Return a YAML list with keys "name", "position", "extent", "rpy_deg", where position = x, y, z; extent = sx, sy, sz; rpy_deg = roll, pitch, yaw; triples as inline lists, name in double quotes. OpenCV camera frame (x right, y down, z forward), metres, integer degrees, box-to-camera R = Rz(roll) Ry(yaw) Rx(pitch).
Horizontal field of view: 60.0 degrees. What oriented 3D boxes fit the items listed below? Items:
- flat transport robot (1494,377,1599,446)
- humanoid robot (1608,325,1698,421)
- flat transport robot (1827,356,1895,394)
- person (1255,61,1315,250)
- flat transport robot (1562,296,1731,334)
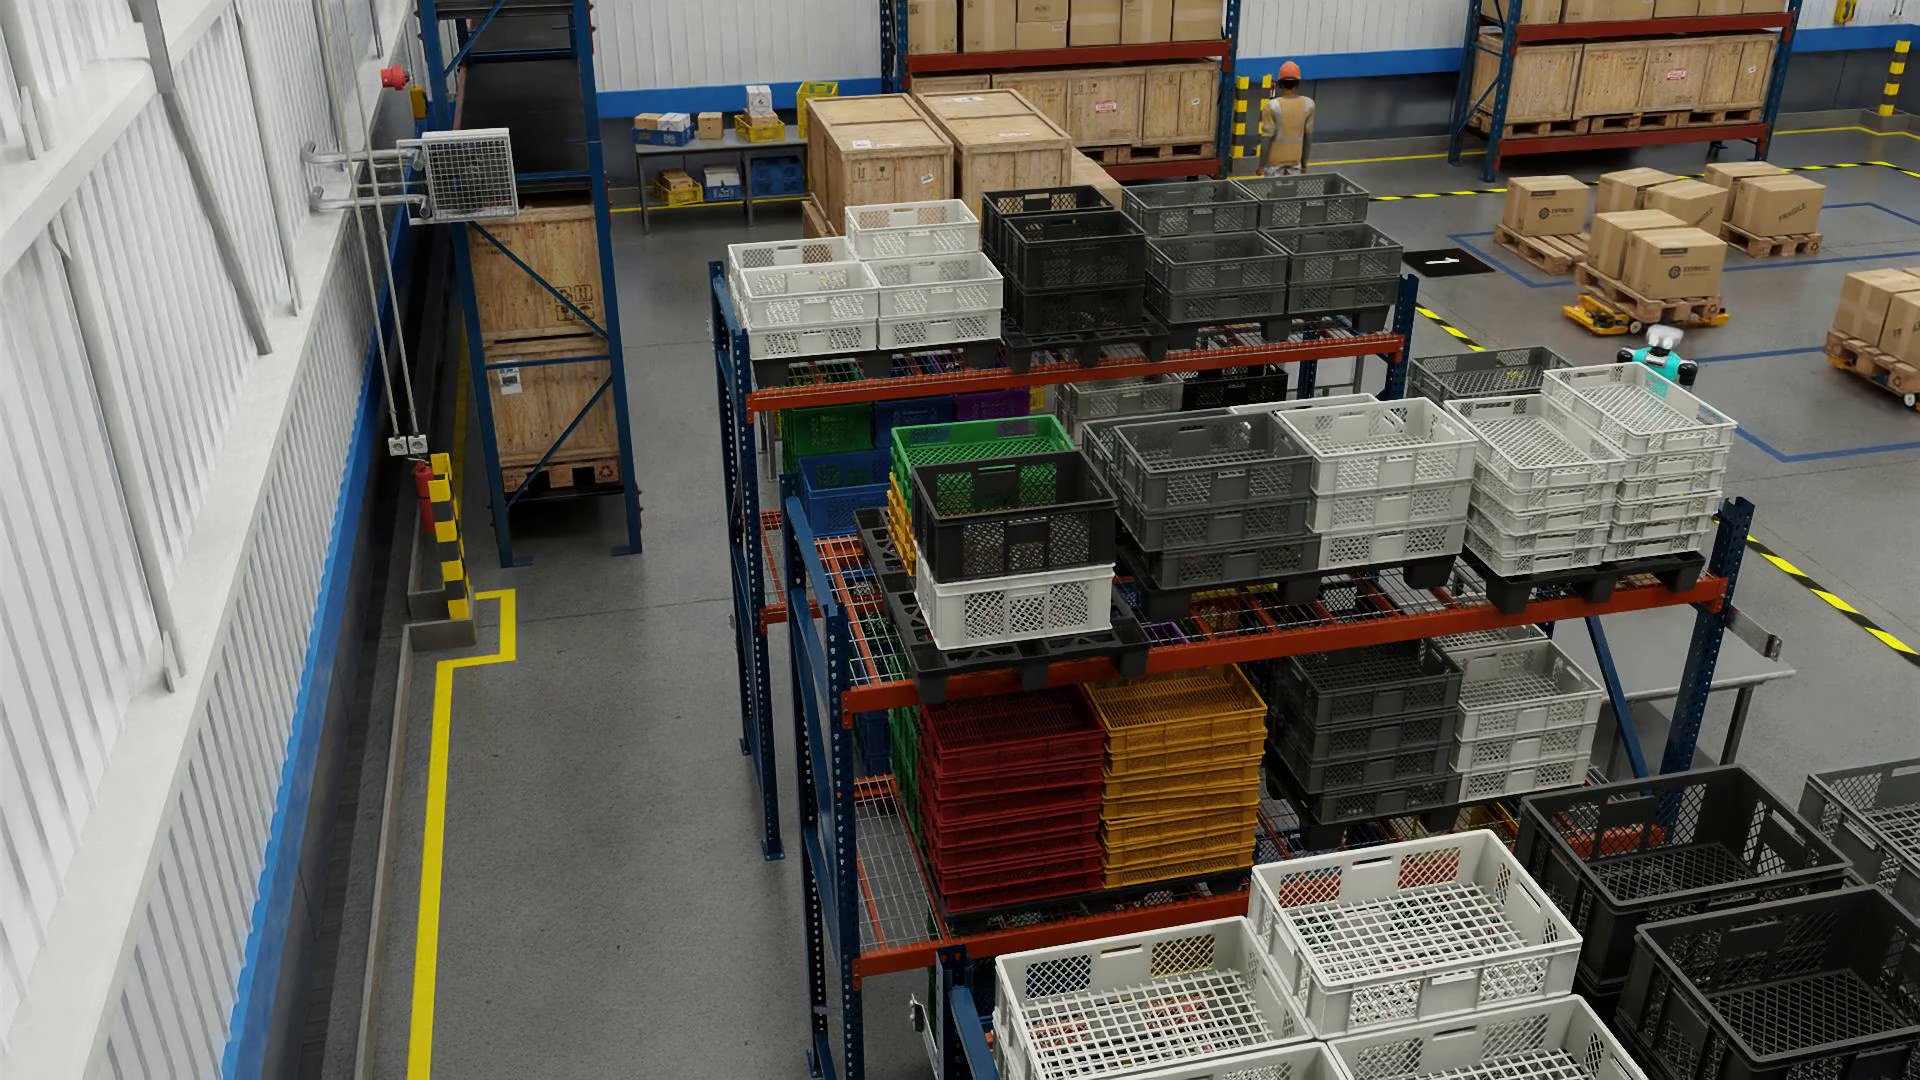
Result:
- name: "flat transport robot"
  position: [4.780, -1.036, 14.013]
  extent: [0.659, 0.231, 1.431]
  rpy_deg: [-6, 28, -12]
- name: "humanoid robot"
  position: [4.887, -0.786, 11.820]
  extent: [0.533, 1.675, 0.735]
  rpy_deg: [16, 32, 28]
- name: "flat transport robot"
  position: [8.483, -1.447, 14.761]
  extent: [0.652, 0.197, 1.431]
  rpy_deg: [-6, 28, -12]
- name: "person"
  position: [3.483, -4.129, 17.981]
  extent: [0.613, 2.038, 0.382]
  rpy_deg: [-8, 29, -16]
- name: "flat transport robot"
  position: [6.741, -2.272, 16.327]
  extent: [1.431, 0.197, 0.652]
  rpy_deg: [-6, 28, -12]
